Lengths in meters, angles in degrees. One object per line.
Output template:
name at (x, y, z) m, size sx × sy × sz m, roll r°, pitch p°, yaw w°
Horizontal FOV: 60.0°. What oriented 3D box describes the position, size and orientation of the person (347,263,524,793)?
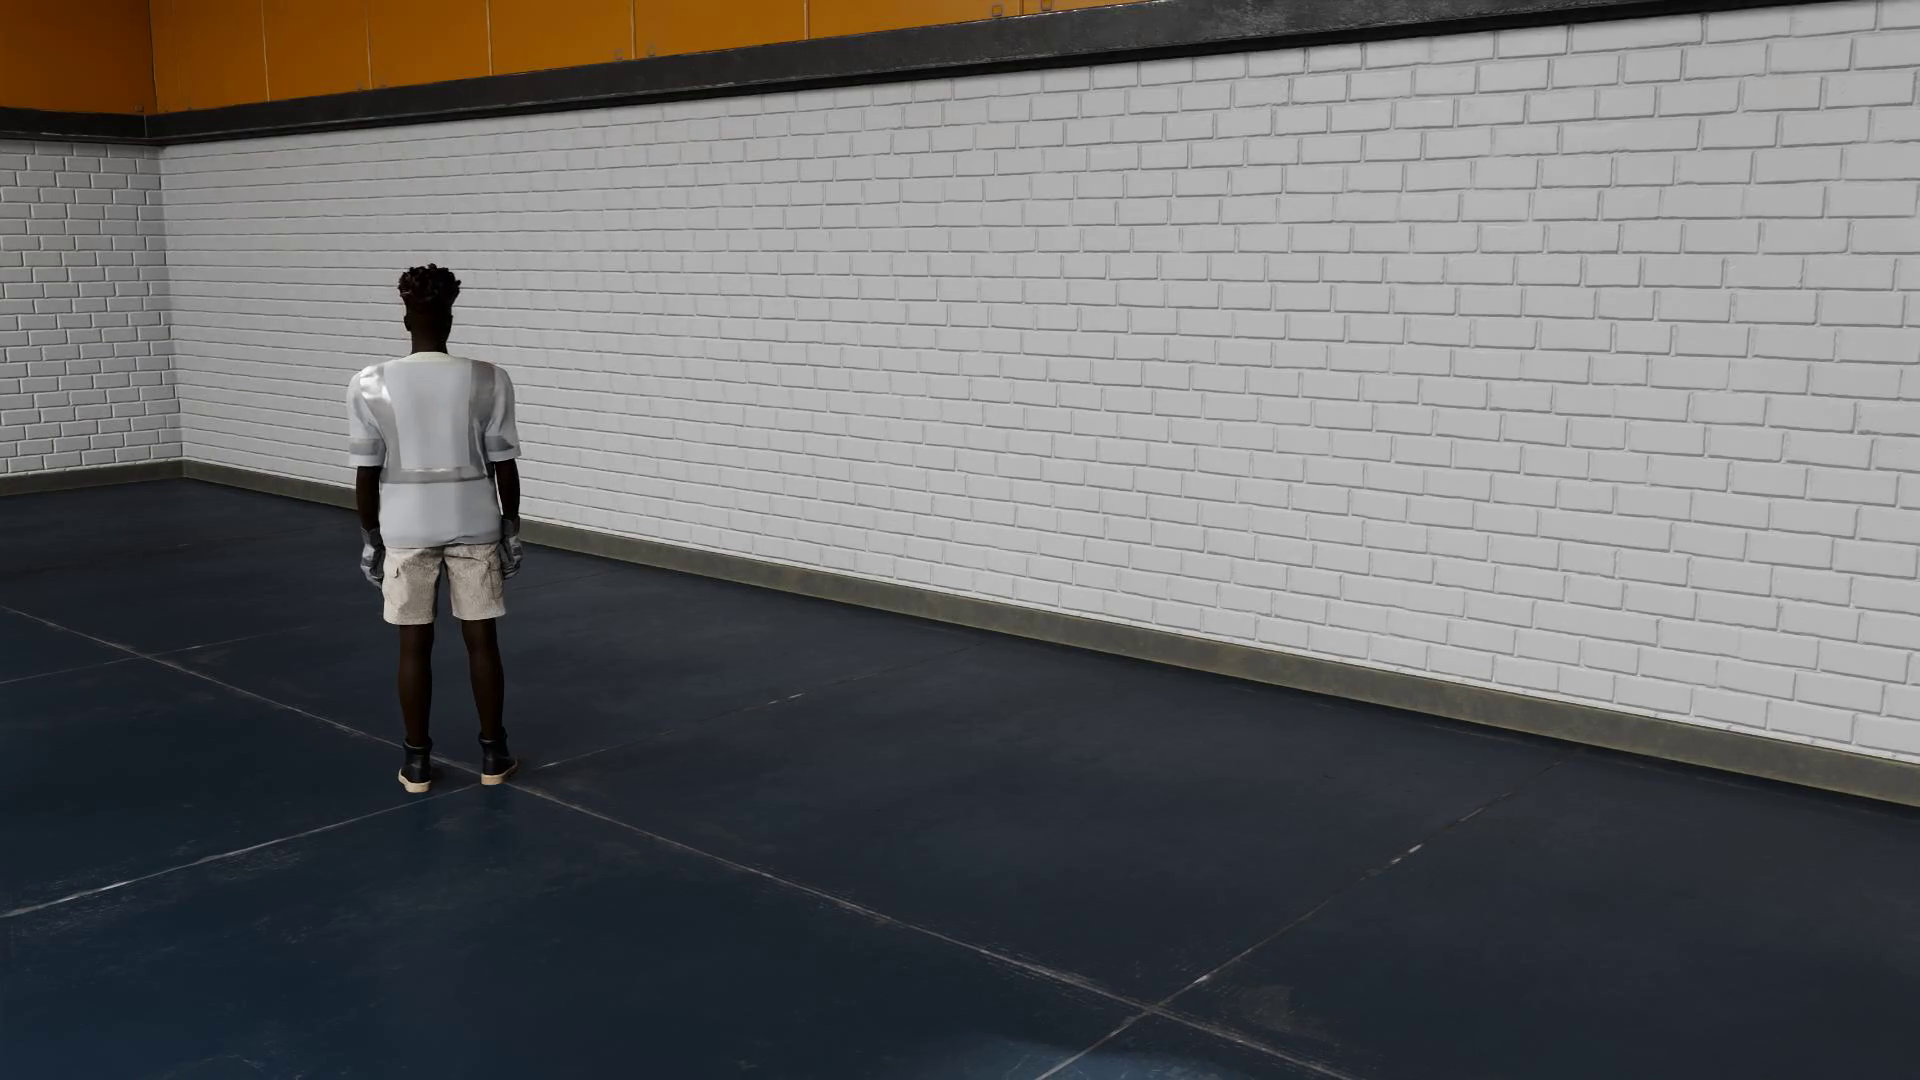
person at (-1.934, -0.036, 6.198) m, size 0.606 × 1.966 × 0.367 m, roll -3°, pitch 10°, yaw -17°
